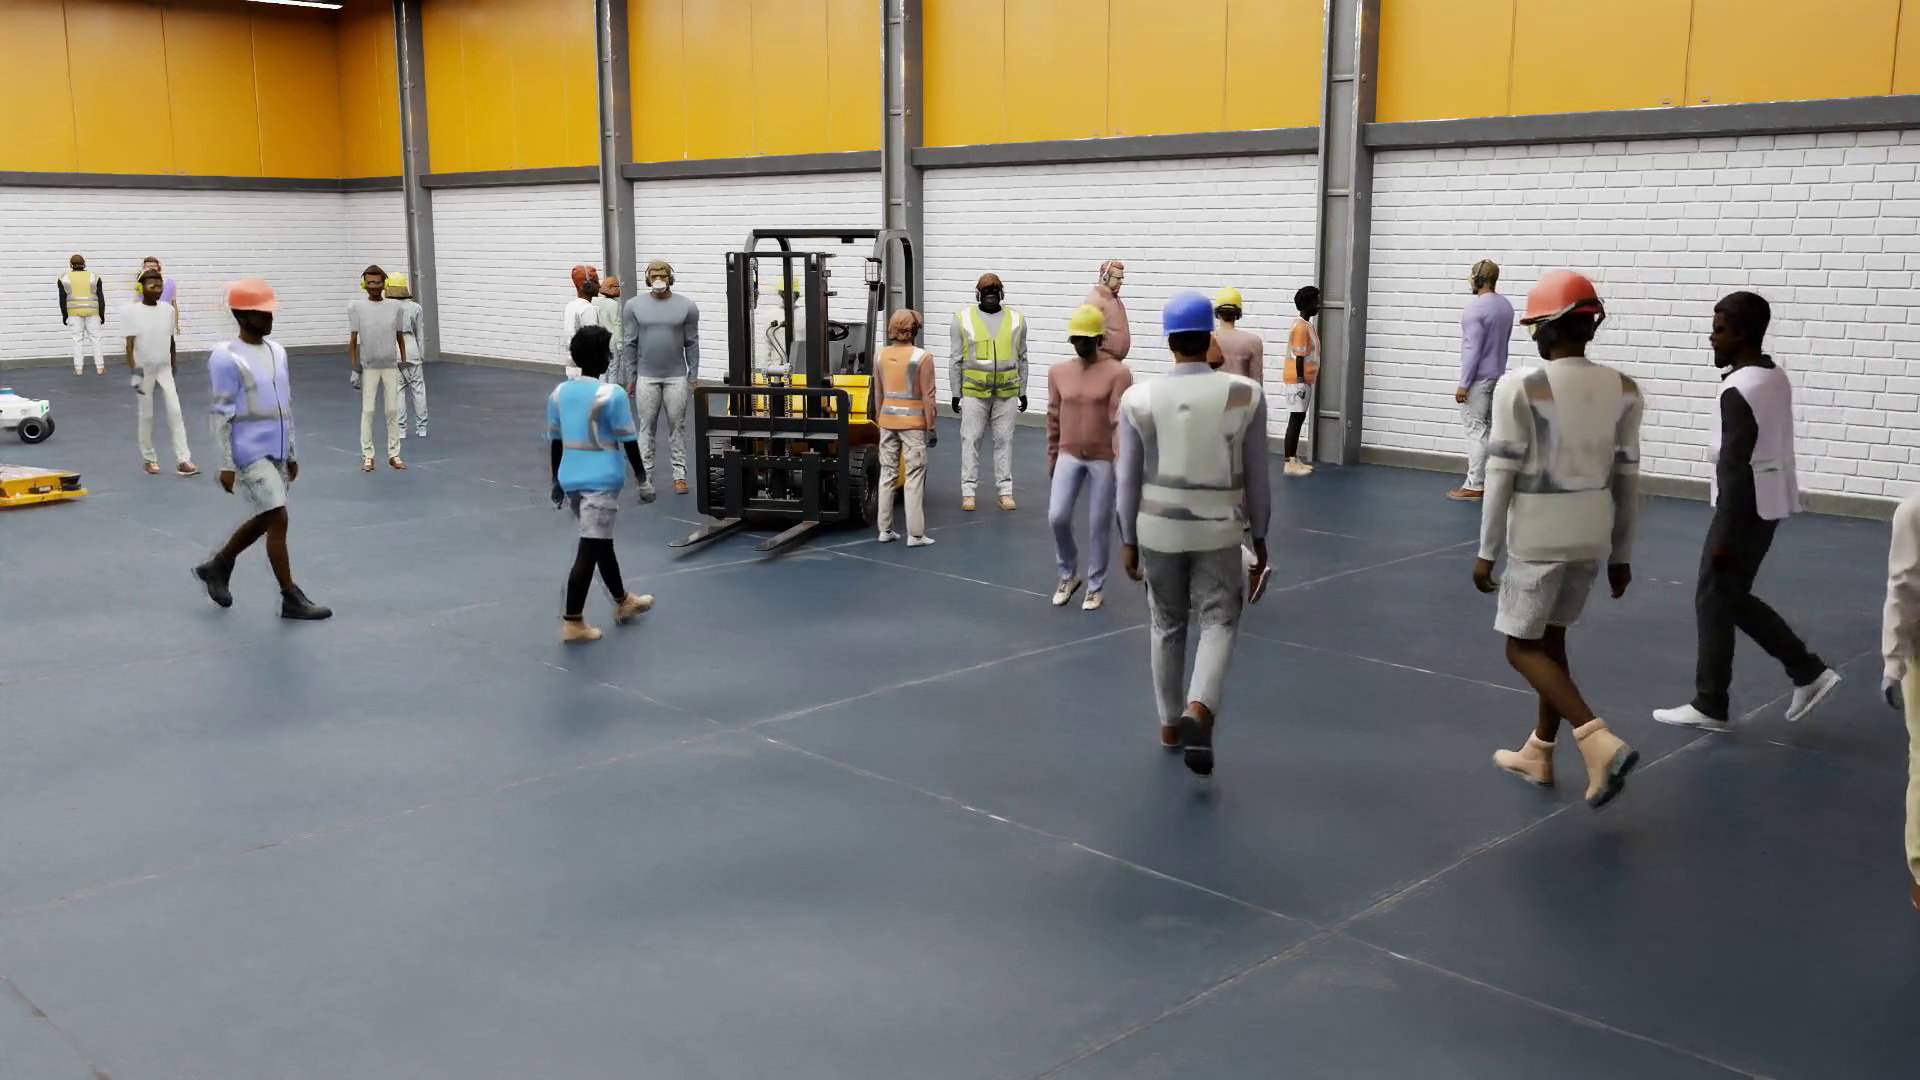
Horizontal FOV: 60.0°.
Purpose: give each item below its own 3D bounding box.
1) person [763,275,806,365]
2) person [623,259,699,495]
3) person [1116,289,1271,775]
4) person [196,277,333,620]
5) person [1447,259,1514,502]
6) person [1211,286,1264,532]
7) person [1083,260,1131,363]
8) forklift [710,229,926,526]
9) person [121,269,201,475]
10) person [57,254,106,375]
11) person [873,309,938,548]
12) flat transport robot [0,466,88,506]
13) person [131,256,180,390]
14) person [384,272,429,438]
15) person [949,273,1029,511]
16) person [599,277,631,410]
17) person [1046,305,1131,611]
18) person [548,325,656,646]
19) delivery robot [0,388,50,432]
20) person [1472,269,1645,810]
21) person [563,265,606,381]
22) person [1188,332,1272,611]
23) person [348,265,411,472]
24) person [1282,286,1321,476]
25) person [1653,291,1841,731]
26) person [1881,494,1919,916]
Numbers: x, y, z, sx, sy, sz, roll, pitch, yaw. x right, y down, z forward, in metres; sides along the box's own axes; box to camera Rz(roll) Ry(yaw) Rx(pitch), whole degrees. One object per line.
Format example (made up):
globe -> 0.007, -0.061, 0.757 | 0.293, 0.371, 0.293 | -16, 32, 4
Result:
person -> -1.653, -1.700, 16.190 | 0.525, 1.757, 0.407 | -5, 12, -27
person -> -2.458, -1.338, 13.722 | 0.632, 1.939, 0.357 | -2, 11, -10
person -> 0.915, -0.028, 6.621 | 0.620, 1.923, 0.750 | 3, 11, 16
person -> -3.965, -0.507, 9.282 | 0.866, 1.913, 0.550 | 3, 11, 15
person -> 4.195, -1.279, 13.394 | 0.637, 1.938, 0.357 | -10, 14, -44
person -> 1.915, -0.934, 11.986 | 0.524, 1.769, 0.314 | 0, 10, 3
person -> 1.364, -1.609, 15.300 | 0.408, 1.903, 0.638 | 5, 11, 24
forklift -> -1.050, -1.319, 12.920 | 1.214, 2.155, 2.313 | 2, 11, 13
person -> -7.076, -1.457, 14.658 | 0.876, 1.828, 0.515 | 10, 14, 42
person -> -13.482, -3.460, 25.569 | 0.624, 1.840, 0.429 | -6, 12, -29
person -> -0.378, -0.765, 11.437 | 0.517, 1.633, 0.311 | 8, 13, 36
flat transport robot -> -7.815, -0.455, 13.453 | 1.431, 0.197, 0.652 | 6, 12, 28
person -> -11.083, -2.983, 22.944 | 0.571, 1.843, 0.373 | -6, 12, -28
person -> -5.901, -1.949, 17.582 | 0.486, 1.744, 0.310 | -9, 14, -40
person -> 0.231, -1.144, 12.928 | 0.636, 1.842, 0.429 | -2, 11, -10
person -> -4.230, -2.384, 20.258 | 0.279, 1.633, 0.505 | -7, 12, -32
person -> 0.714, -0.455, 9.427 | 0.518, 1.744, 0.420 | 4, 11, 19
person -> -1.861, -0.305, 8.844 | 0.542, 1.662, 0.831 | 8, 13, 38
delivery robot -> -9.800, -1.319, 17.138 | 0.707, 0.478, 0.477 | -4, 11, -20
person -> 2.266, 0.015, 6.145 | 0.614, 2.013, 0.783 | -3, 11, -18
person -> -3.137, -1.368, 14.038 | 0.356, 1.883, 0.572 | -7, 12, -33
person -> 1.406, -0.375, 9.338 | 0.602, 1.614, 0.502 | 7, 12, 33
person -> -5.271, -1.558, 15.121 | 0.518, 1.865, 0.323 | -6, 12, -29
person -> 3.044, -1.414, 14.821 | 0.321, 1.690, 0.529 | 4, 11, 20
person -> 3.378, -0.098, 7.056 | 0.595, 1.899, 0.608 | 8, 13, 39
person -> 3.098, 0.399, 5.113 | 0.508, 1.621, 0.337 | 3, 11, 15
